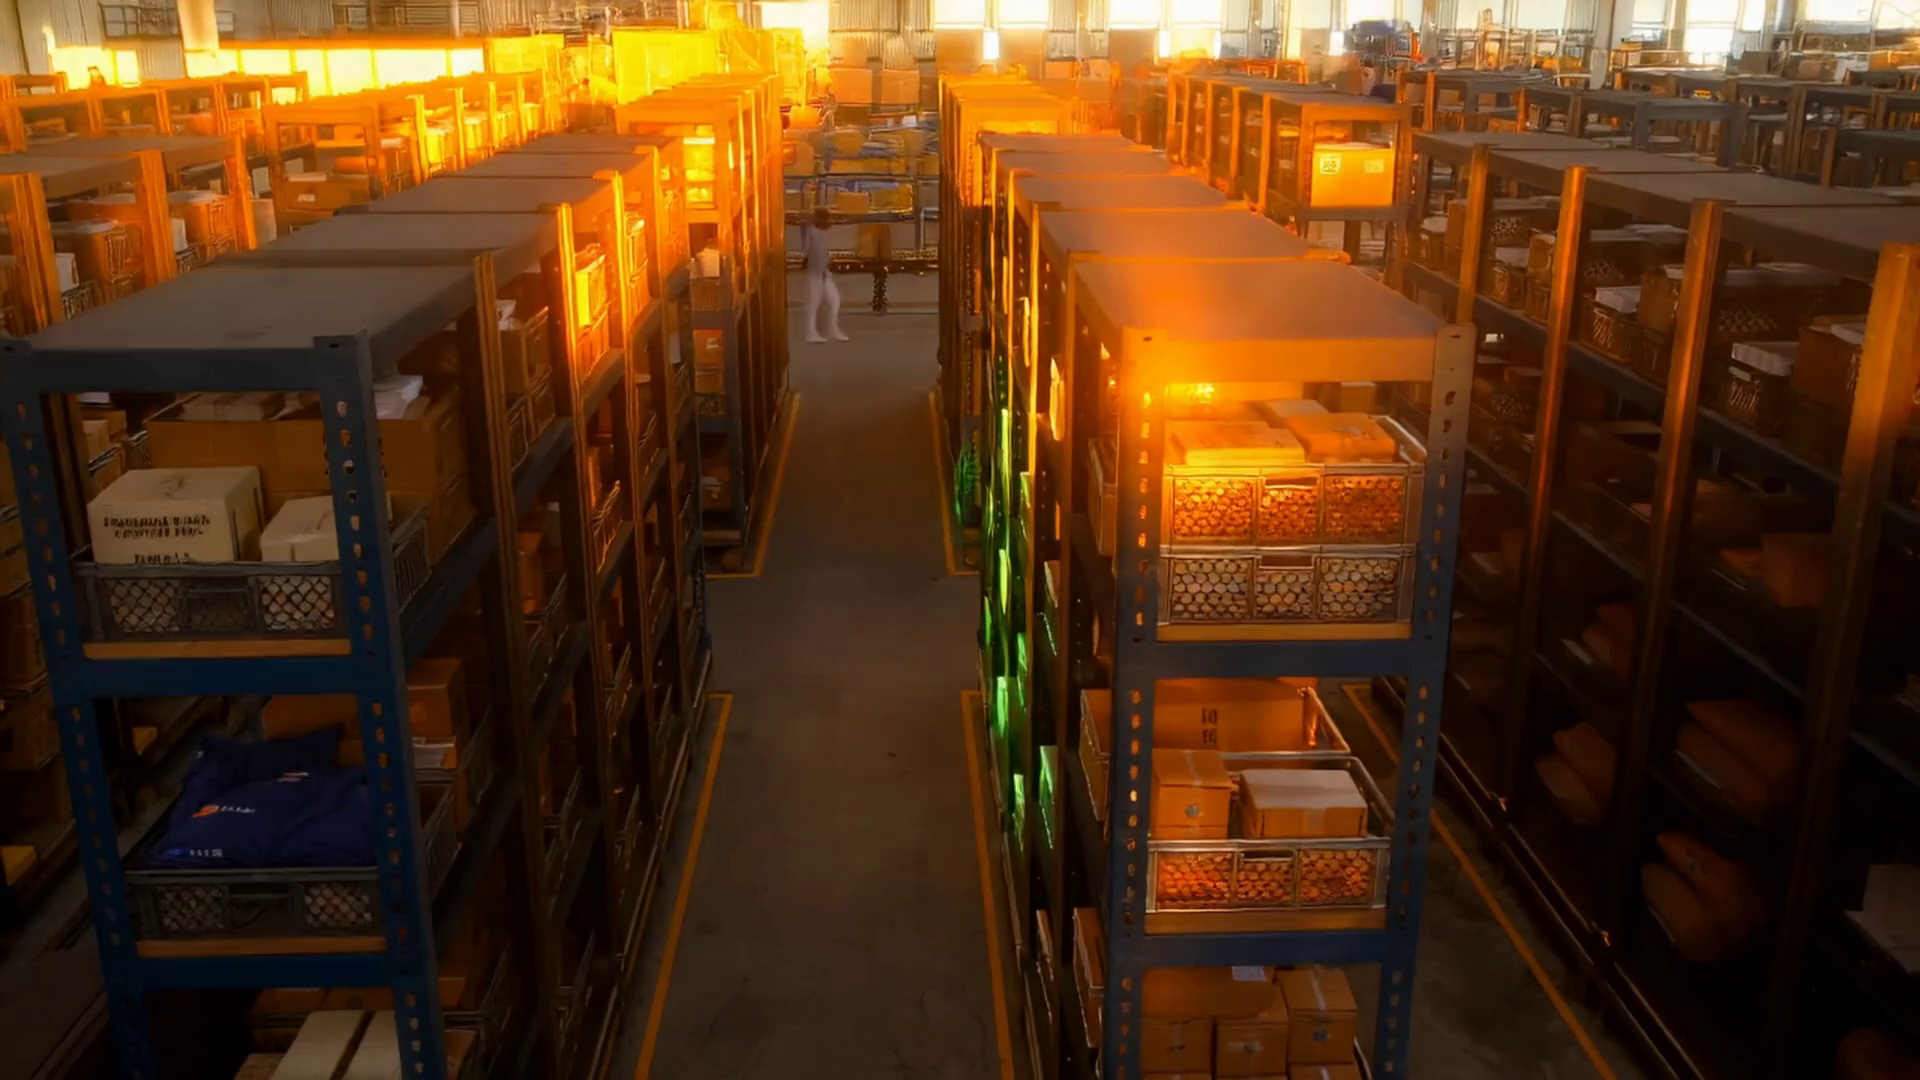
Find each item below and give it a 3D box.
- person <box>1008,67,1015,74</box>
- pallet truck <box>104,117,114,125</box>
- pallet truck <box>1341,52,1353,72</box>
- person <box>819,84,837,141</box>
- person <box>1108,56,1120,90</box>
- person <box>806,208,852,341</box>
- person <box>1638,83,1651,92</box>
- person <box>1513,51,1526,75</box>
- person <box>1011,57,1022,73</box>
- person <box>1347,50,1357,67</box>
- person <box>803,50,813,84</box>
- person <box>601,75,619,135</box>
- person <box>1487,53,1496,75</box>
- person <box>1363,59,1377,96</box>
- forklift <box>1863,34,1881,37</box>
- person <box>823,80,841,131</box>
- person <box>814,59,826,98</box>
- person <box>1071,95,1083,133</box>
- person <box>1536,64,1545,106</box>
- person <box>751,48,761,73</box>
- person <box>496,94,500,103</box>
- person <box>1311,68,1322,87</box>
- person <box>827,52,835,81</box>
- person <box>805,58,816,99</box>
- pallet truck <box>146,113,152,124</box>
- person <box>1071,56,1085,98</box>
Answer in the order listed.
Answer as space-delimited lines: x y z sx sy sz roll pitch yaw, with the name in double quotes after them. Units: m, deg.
1.932 -17.395 64.630 0.466 1.918 0.563 5 19 16 "person"
-18.367 -7.885 35.078 1.885 1.965 0.823 1 18 2 "pallet truck"
18.794 -23.123 82.231 0.823 1.965 1.885 -13 22 -35 "pallet truck"
-4.219 -13.525 52.794 0.600 1.830 0.404 2 18 6 "person"
7.294 -21.917 78.704 0.567 1.878 0.350 -5 19 -15 "person"
-1.721 -3.456 21.772 0.728 1.734 0.542 3 18 11 "person"
25.007 -16.034 60.886 0.508 1.629 0.315 0 18 -1 "person"
28.685 -24.101 85.395 0.634 1.925 0.435 -3 18 -8 "person"
2.638 -21.555 77.558 0.573 1.887 0.355 9 20 27 "person"
20.636 -24.804 87.546 0.368 1.927 0.587 -13 22 -35 "person"
-8.369 -25.977 91.341 0.694 1.834 0.351 -14 23 -38 "person"
-11.781 -14.651 56.034 0.611 1.985 0.393 3 18 8 "person"
27.431 -24.215 85.884 0.432 1.825 0.663 12 21 32 "person"
17.616 -19.706 71.588 0.691 2.000 0.742 -1 18 -4 "person"
45.817 -24.194 84.132 1.129 2.768 1.873 12 21 33 "forklift"
-4.132 -13.832 53.625 0.478 1.909 0.581 -13 22 -35 "person"
-6.244 -20.422 74.028 0.573 1.893 0.968 -5 19 -16 "person"
3.465 -12.643 50.429 0.520 1.612 0.661 0 18 1 "person"
24.115 -18.857 69.263 0.503 1.861 0.331 -9 20 -26 "person"
-11.234 -26.153 91.759 0.585 1.911 0.391 -7 19 -21 "person"
-15.178 -14.222 55.149 0.817 1.713 0.489 0 18 1 "person"
13.447 -16.877 62.953 0.367 1.966 0.607 14 23 38 "person"
-6.592 -23.849 84.604 0.391 1.920 0.587 -12 21 -32 "person"
-6.888 -21.345 76.974 0.514 1.844 0.328 -4 18 -13 "person"
-18.087 -8.309 36.390 1.885 1.965 0.823 -1 18 -4 "pallet truck"
5.538 -21.698 77.987 0.617 1.895 0.995 -13 22 -34 "person"
